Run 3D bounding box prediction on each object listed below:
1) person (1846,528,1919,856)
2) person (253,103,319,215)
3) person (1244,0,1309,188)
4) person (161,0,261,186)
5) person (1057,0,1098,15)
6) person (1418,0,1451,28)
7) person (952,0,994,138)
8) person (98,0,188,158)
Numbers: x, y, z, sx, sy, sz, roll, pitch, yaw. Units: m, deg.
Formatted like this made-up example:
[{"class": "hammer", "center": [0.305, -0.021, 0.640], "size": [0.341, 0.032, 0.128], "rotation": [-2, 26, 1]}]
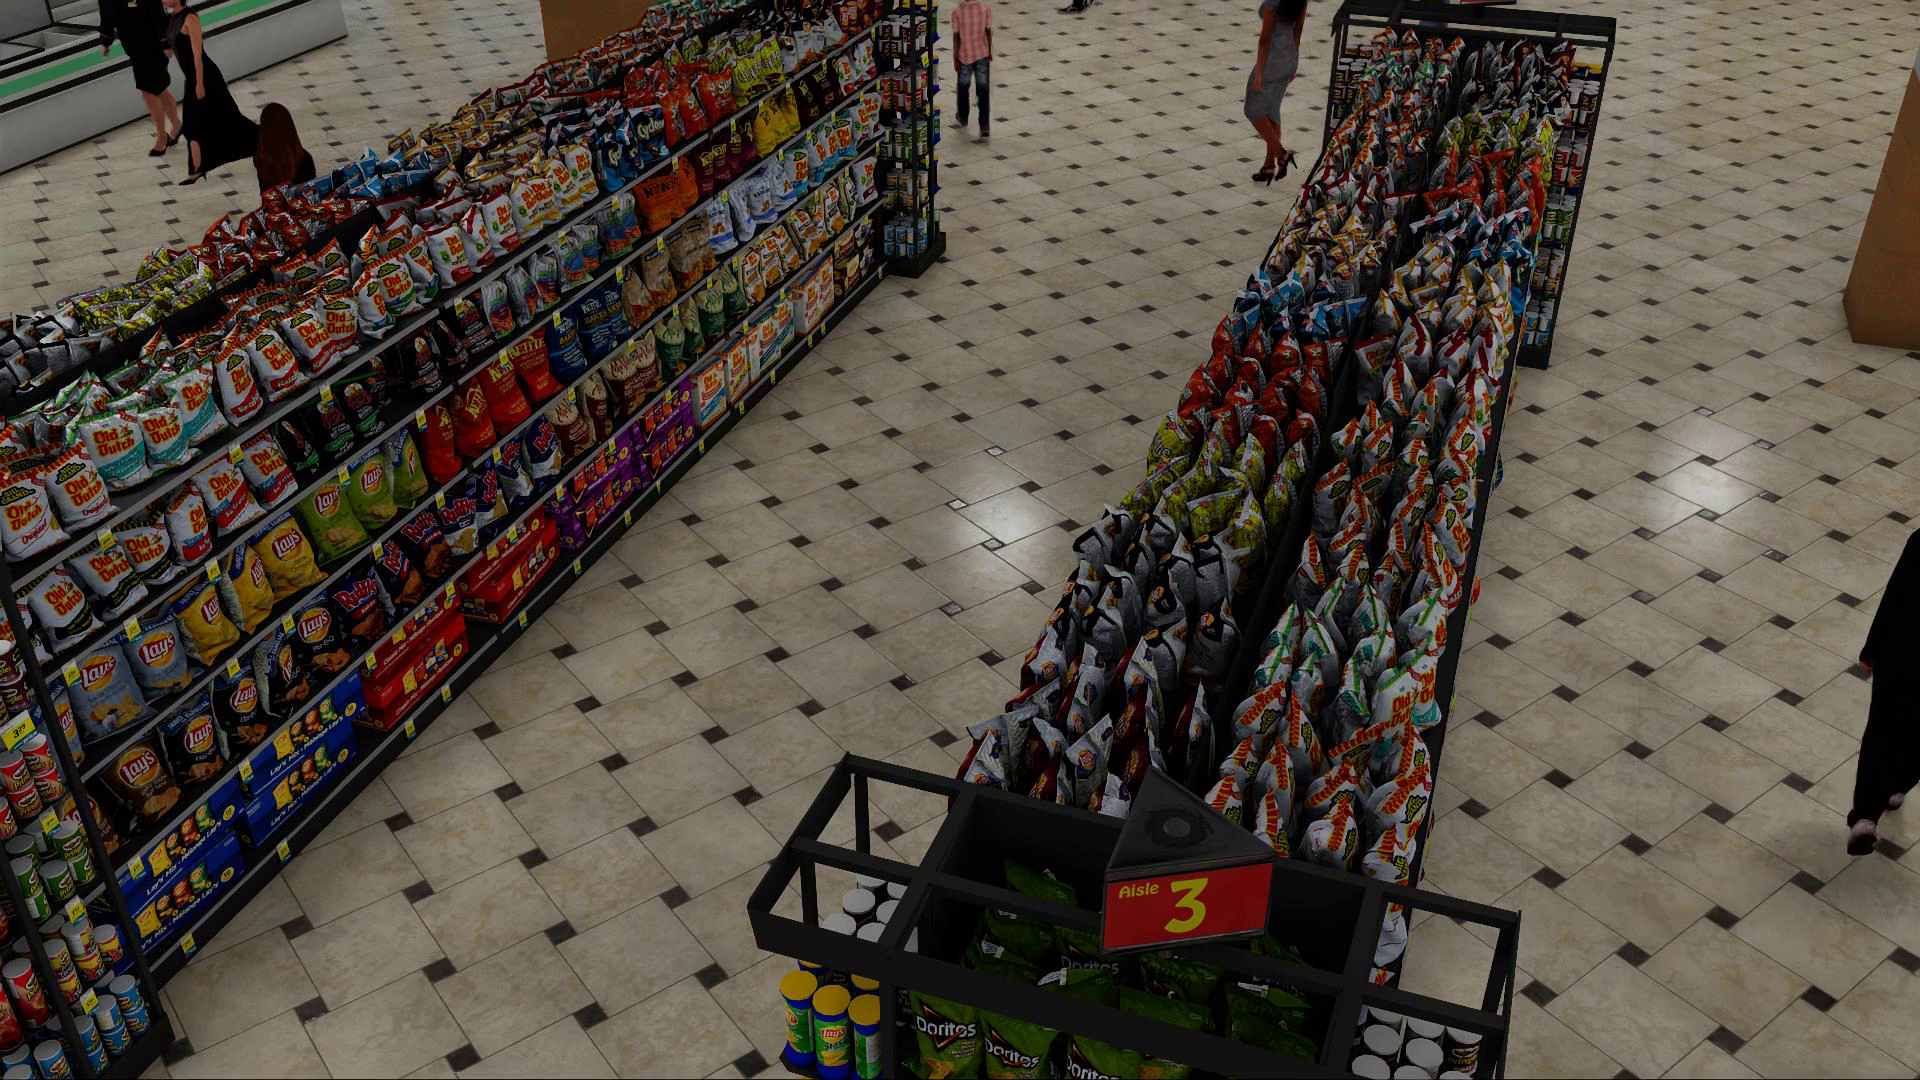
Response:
[{"class": "person", "center": [3.636, 0.502, 6.220], "size": [0.759, 1.588, 1.089], "rotation": [16, 35, 24]}, {"class": "person", "center": [-4.105, -1.931, 10.243], "size": [0.678, 1.469, 0.864], "rotation": [3, 32, 5]}, {"class": "person", "center": [2.420, -3.469, 12.433], "size": [0.806, 1.767, 0.850], "rotation": [-21, 38, -30]}, {"class": "person", "center": [-5.687, -3.515, 12.704], "size": [0.850, 1.559, 1.117], "rotation": [25, 40, 34]}, {"class": "person", "center": [1.275, -6.263, 16.872], "size": [0.799, 1.820, 0.717], "rotation": [-1, 32, -1]}, {"class": "person", "center": [4.182, -4.533, 14.767], "size": [0.579, 1.107, 0.533], "rotation": [-17, 36, -26]}, {"class": "person", "center": [0.127, -3.960, 13.673], "size": [0.781, 1.291, 0.976], "rotation": [-4, 32, -6]}, {"class": "person", "center": [-6.451, -3.940, 13.302], "size": [0.756, 1.647, 0.745], "rotation": [16, 35, 24]}]
